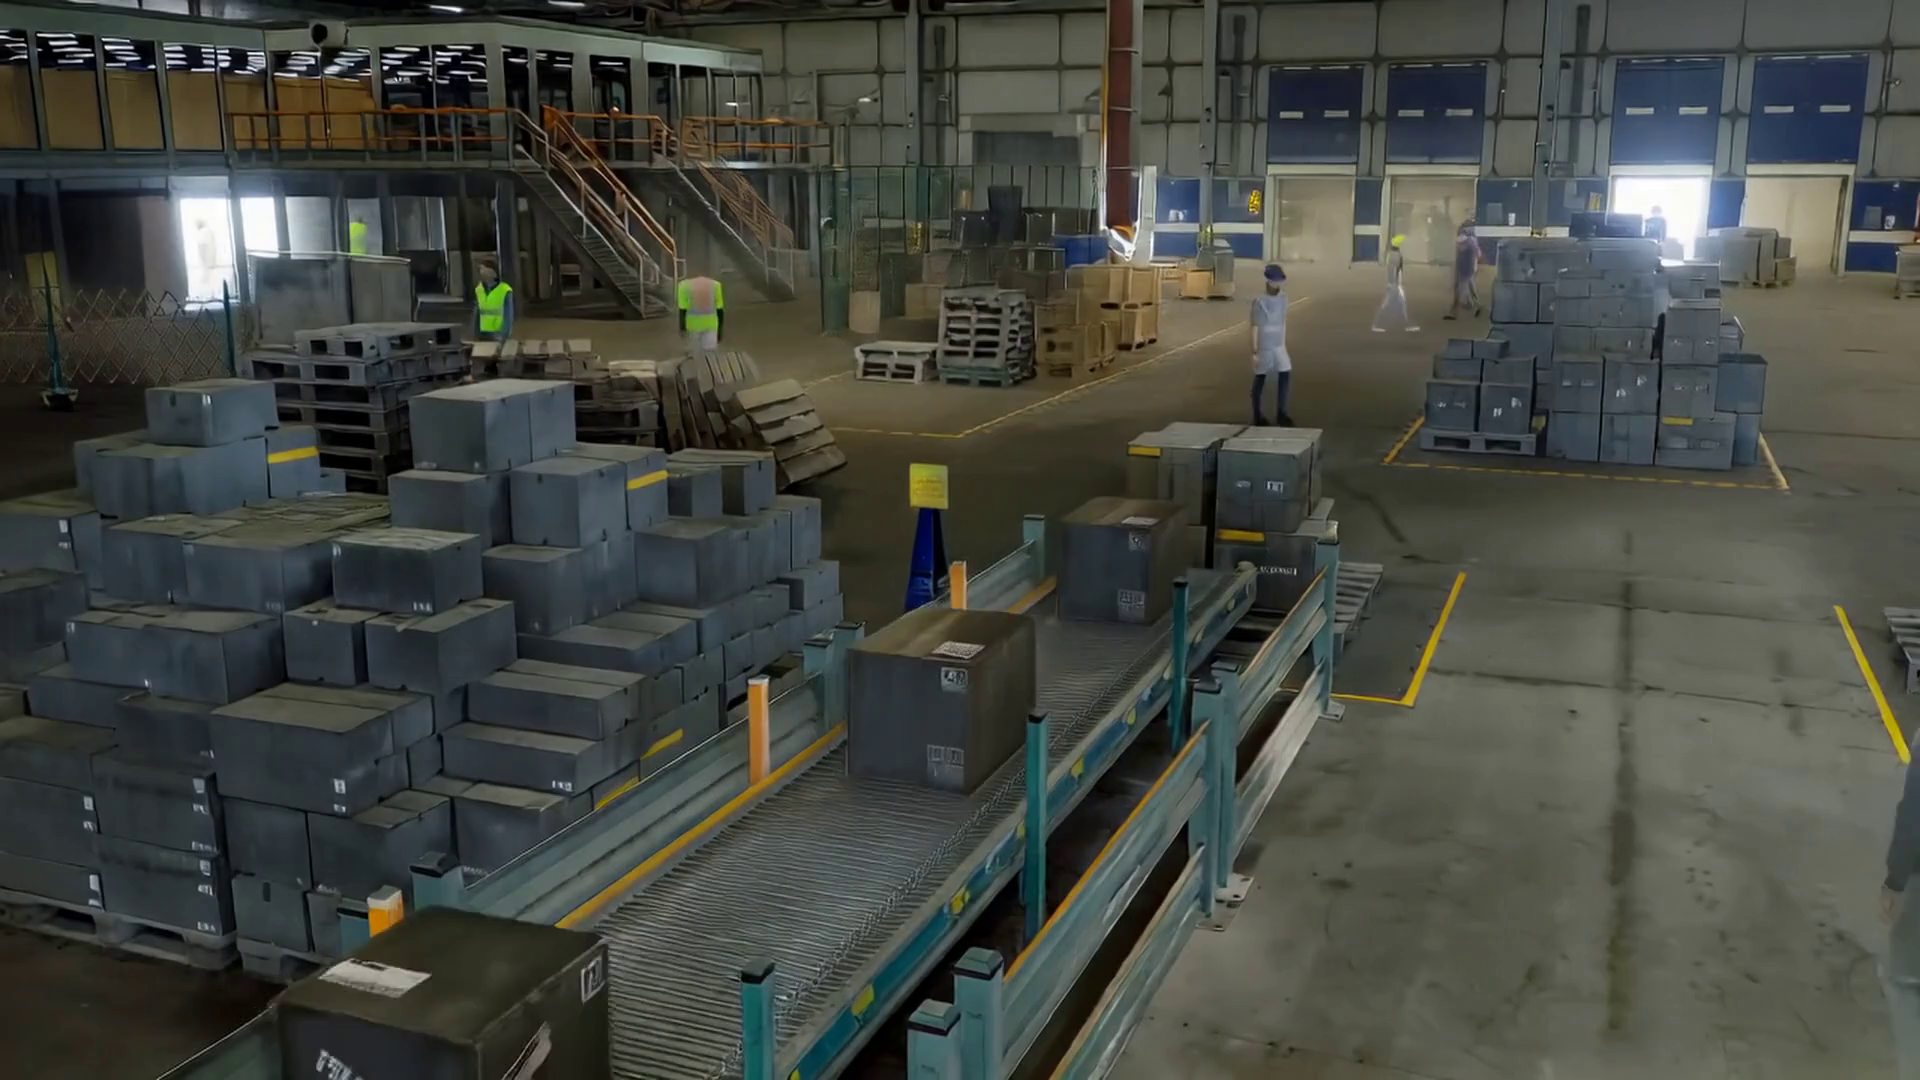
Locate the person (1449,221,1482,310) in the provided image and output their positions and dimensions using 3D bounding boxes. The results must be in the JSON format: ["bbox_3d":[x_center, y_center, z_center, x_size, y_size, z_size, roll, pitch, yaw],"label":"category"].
[{"bbox_3d":[10.946,-5.962,36.136,0.801,1.910,0.557,-3,13,-13],"label":"person"}]

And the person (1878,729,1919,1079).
[{"bbox_3d":[3.142,1.091,5.124,0.525,1.620,0.456,3,13,14],"label":"person"}]

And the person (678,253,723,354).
[{"bbox_3d":[-3.454,-2.834,22.067,0.630,1.911,1.015,-5,14,-23],"label":"person"}]

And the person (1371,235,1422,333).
[{"bbox_3d":[8.112,-4.752,30.907,0.973,1.819,0.542,-2,13,-8],"label":"person"}]

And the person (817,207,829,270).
[{"bbox_3d":[-4.067,-9.138,50.423,0.620,1.890,1.015,-4,13,-17],"label":"person"}]

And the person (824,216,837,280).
[{"bbox_3d":[-3.573,-8.019,45.726,0.296,1.744,0.487,-5,13,-21],"label":"person"}]

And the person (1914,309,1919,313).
[{"bbox_3d":[20.421,-5.660,34.930,0.429,1.840,0.630,-1,13,-5],"label":"person"}]

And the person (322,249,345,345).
[{"bbox_3d":[-9.981,-3.764,26.592,0.533,1.767,0.325,12,17,43],"label":"person"}]

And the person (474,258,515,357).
[{"bbox_3d":[-5.890,-2.606,21.084,0.588,1.909,0.423,6,14,25],"label":"person"}]

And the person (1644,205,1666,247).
[{"bbox_3d":[19.843,-8.556,47.566,0.622,1.994,0.381,1,13,3],"label":"person"}]

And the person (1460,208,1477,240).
[{"bbox_3d":[14.631,-8.628,48.084,0.604,1.908,0.416,-6,14,-27],"label":"person"}]

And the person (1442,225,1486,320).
[{"bbox_3d":[10.204,-5.371,33.483,0.831,1.913,0.636,0,13,-1],"label":"person"}]

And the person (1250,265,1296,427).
[{"bbox_3d":[3.682,-2.257,19.488,0.576,1.906,0.787,-6,14,-26],"label":"person"}]
